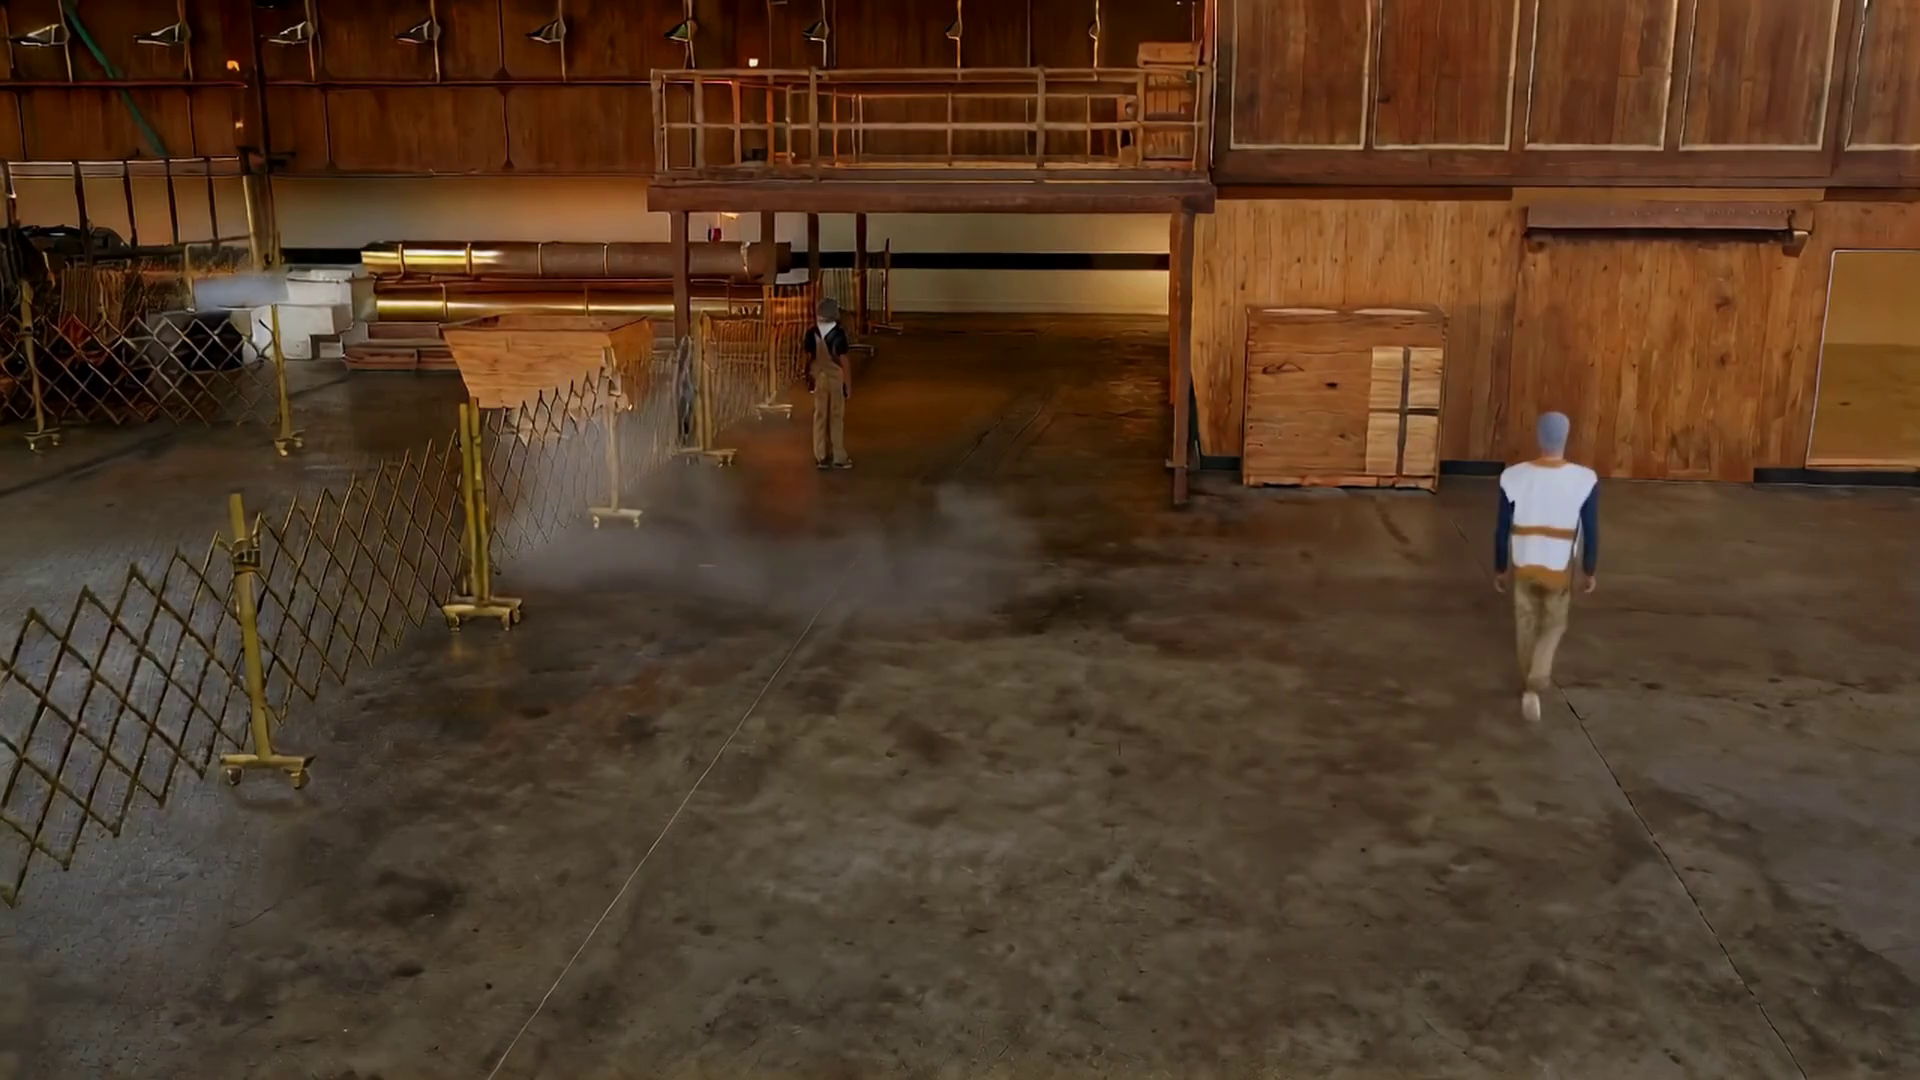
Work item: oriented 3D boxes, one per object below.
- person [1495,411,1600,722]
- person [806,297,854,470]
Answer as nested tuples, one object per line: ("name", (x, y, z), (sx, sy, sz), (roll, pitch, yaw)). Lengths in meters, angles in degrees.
("person", (3.602, 0.147, 10.263), (0.598, 1.895, 0.888), (8, 16, 29))
("person", (-1.395, -1.673, 17.793), (0.520, 1.841, 0.330), (7, 15, 25))
